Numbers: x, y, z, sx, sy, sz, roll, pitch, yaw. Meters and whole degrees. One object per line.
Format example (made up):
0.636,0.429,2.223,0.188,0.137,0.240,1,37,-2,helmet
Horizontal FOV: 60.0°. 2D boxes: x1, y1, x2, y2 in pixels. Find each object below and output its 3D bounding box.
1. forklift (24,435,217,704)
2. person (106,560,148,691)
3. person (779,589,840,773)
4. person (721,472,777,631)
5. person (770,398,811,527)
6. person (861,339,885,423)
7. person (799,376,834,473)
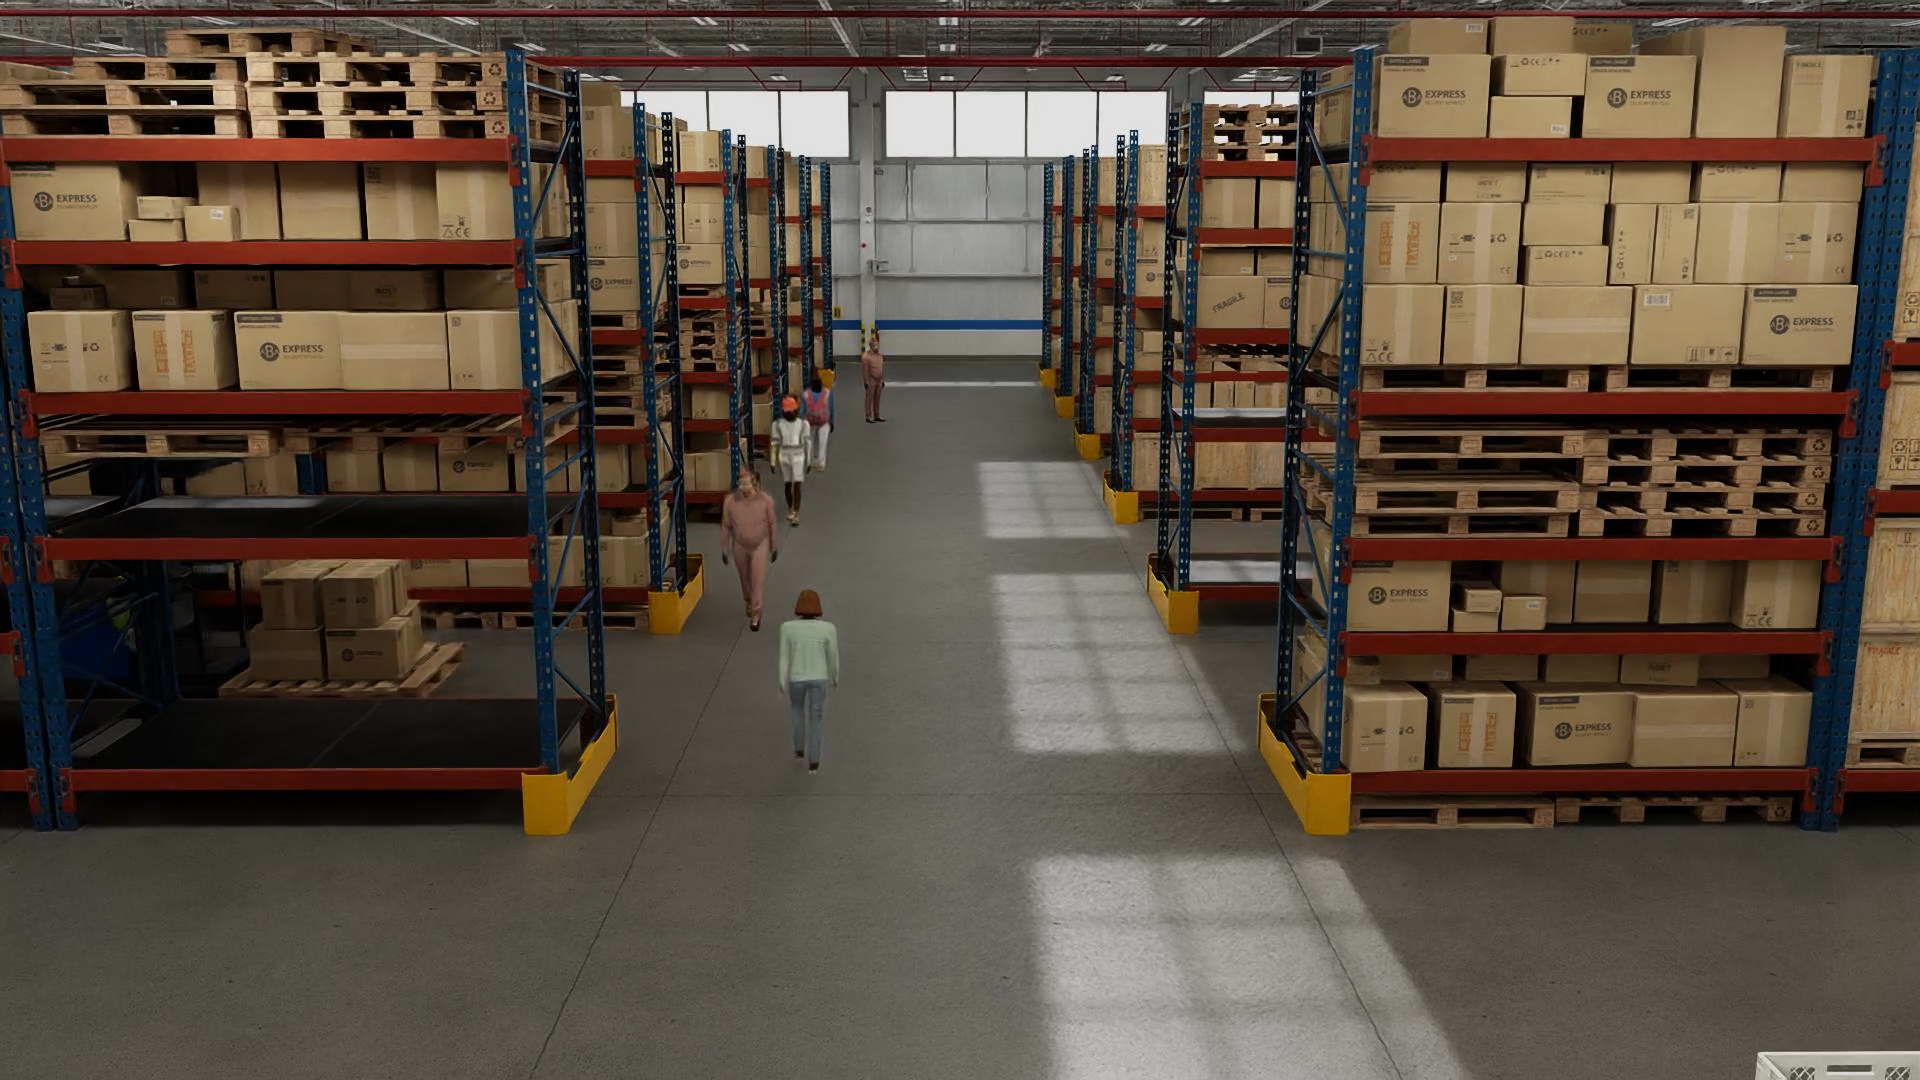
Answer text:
-8.361,0.189,16.763,1.873,2.768,1.129,0,11,-1,forklift
-8.284,0.833,16.515,0.319,1.697,0.532,-11,16,-43,person
-1.338,1.218,14.816,0.531,1.603,0.717,-1,11,-3,person
-2.515,0.090,19.843,0.654,1.865,1.007,0,11,2,person
-2.653,-1.238,26.067,0.623,1.996,0.965,0,11,-1,person
-1.966,-3.649,38.198,0.409,1.913,0.651,9,15,38,person
-2.695,-2.203,31.327,0.644,1.802,0.955,0,11,0,person
